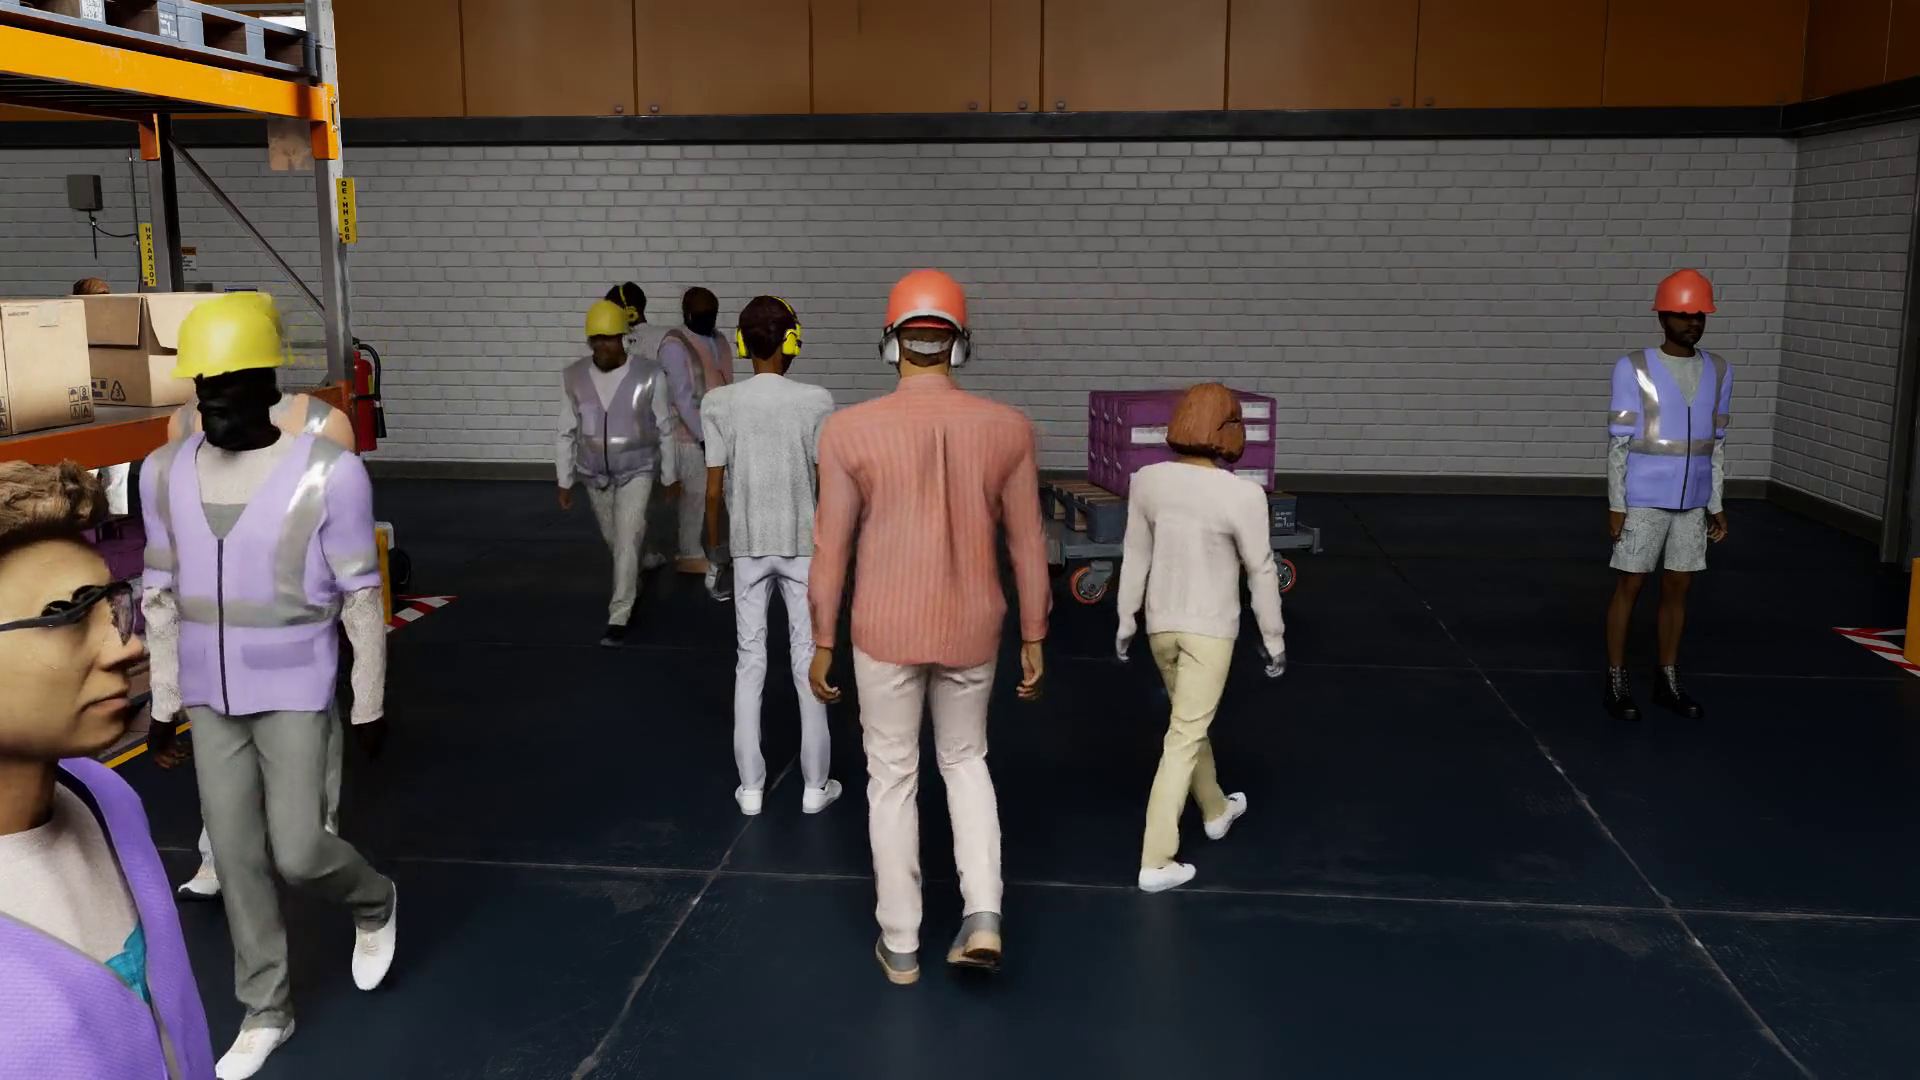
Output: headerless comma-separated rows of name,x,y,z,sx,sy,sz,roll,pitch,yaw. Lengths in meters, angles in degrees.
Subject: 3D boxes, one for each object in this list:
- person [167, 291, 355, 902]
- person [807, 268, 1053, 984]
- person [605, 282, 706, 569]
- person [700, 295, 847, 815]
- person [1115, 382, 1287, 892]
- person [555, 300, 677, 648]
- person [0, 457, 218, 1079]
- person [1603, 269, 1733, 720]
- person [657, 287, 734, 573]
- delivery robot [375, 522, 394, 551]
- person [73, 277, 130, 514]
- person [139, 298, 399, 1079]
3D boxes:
person,-2.196,0.181,5.215,0.614,1.887,0.875,-1,10,-3
person,-0.082,0.253,4.555,0.657,1.971,0.523,-3,10,-16
person,-1.946,-0.709,10.524,0.593,1.823,0.376,-4,11,-24
person,-0.663,0.063,5.962,0.518,1.865,0.326,0,10,0
person,0.829,0.291,5.381,0.531,1.594,0.804,10,14,44
person,-1.802,-0.386,8.784,0.601,1.776,0.984,1,10,6
person,-0.852,0.844,1.525,0.390,1.850,0.564,-1,10,-7
person,3.051,-0.184,7.159,0.543,1.939,0.359,-1,10,-7
person,-1.517,-0.649,10.238,0.662,1.799,0.674,5,11,28
delivery robot,-3.549,0.046,9.530,0.477,0.478,0.707,1,10,9
person,-5.644,-0.795,10.937,0.430,1.844,0.624,5,11,24
person,-1.718,0.352,4.170,0.593,1.911,0.559,2,10,10
